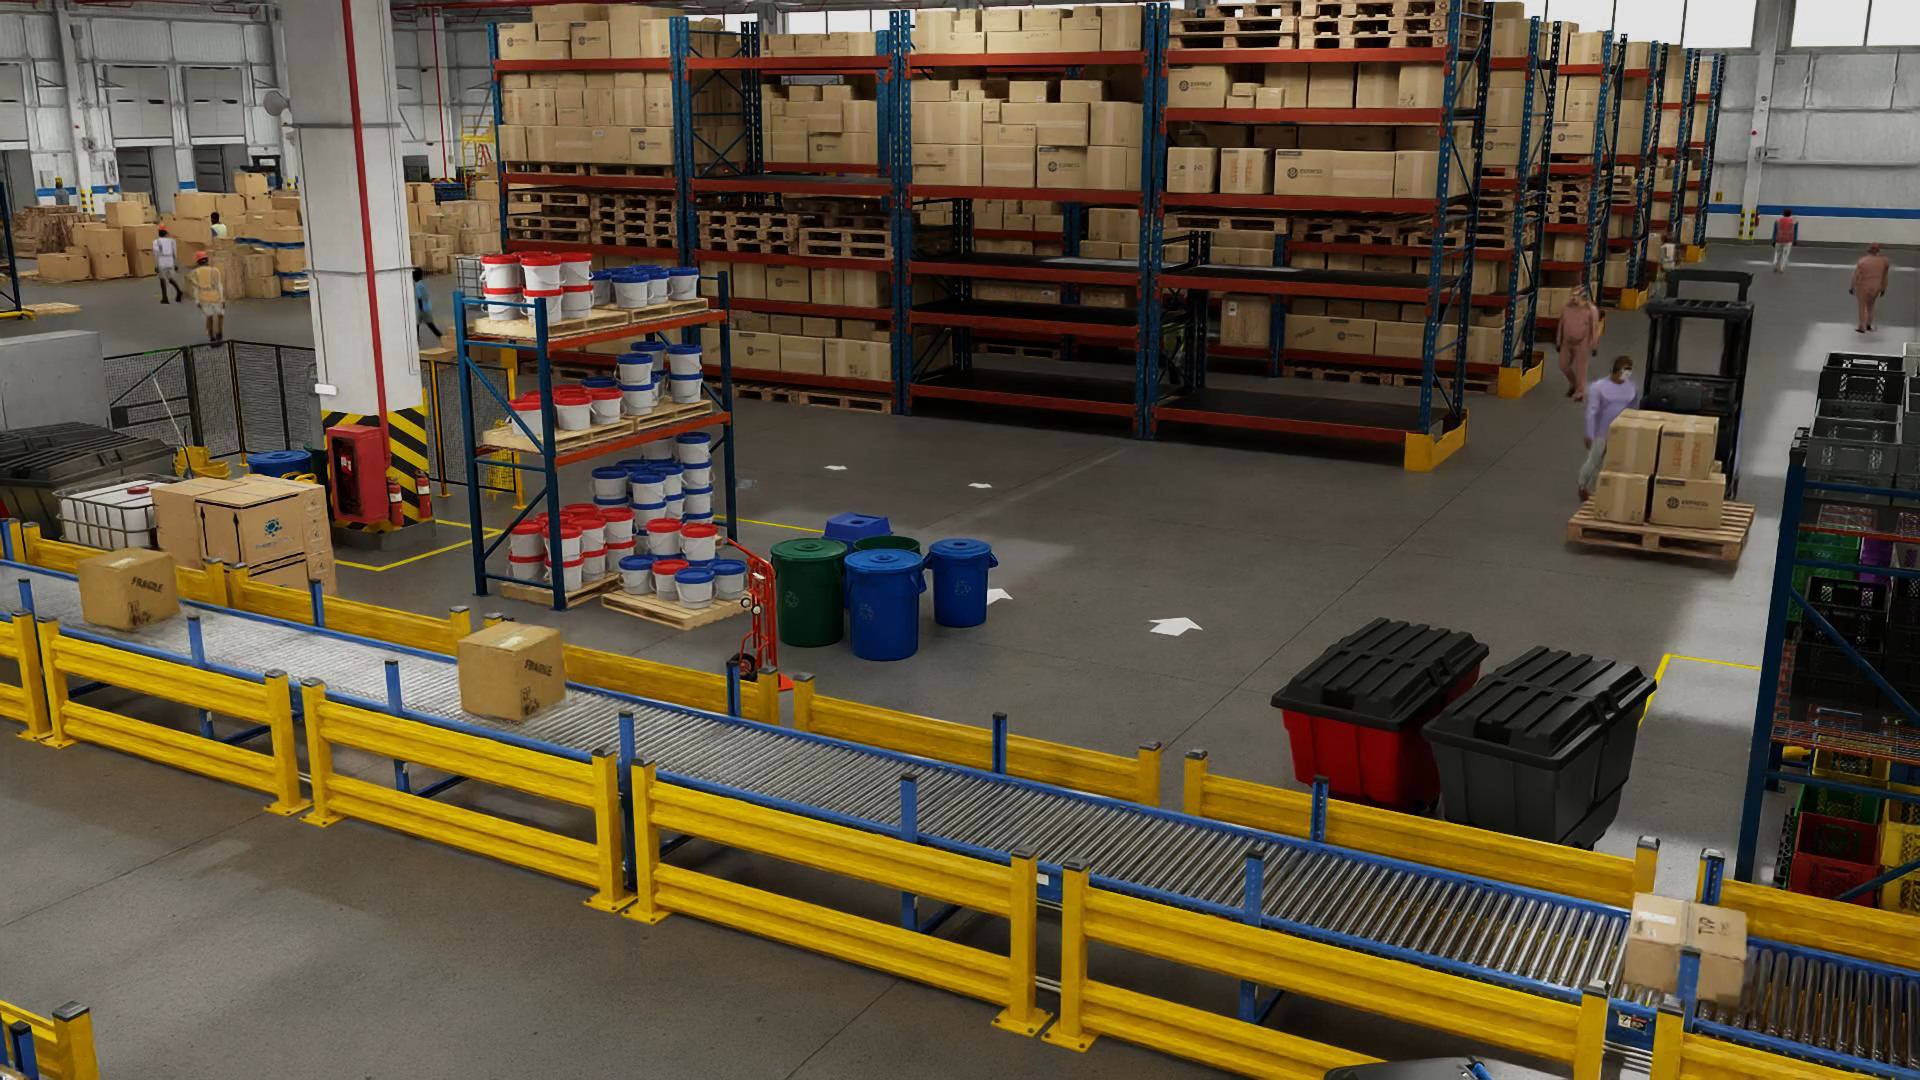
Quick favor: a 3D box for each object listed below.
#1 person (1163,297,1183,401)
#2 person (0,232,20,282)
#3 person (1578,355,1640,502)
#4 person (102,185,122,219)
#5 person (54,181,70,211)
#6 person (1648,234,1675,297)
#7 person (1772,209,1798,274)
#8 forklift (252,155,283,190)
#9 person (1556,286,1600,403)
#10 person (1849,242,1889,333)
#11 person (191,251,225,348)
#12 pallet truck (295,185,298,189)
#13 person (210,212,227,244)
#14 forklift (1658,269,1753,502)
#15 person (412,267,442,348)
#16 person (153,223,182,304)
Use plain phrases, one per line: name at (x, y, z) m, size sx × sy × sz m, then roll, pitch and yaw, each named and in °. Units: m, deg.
person at (3.455, -3.111, 27.063) m, size 0.317 × 1.695 × 0.540 m, roll -3°, pitch 15°, yaw -10°
person at (-24.837, -7.405, 42.975) m, size 0.801 × 1.821 × 0.522 m, roll -3°, pitch 15°, yaw -10°
person at (7.685, -1.277, 19.775) m, size 0.646 × 1.908 × 0.905 m, roll -1°, pitch 15°, yaw -3°
person at (-29.104, -11.242, 57.195) m, size 0.661 × 1.920 × 0.581 m, roll -9°, pitch 17°, yaw -29°
person at (-31.888, -11.758, 59.115) m, size 0.374 × 1.936 × 0.627 m, roll 3°, pitch 15°, yaw 11°
person at (17.295, -6.689, 40.732) m, size 0.540 × 1.578 × 0.867 m, roll -6°, pitch 16°, yaw -22°
person at (23.224, -8.416, 46.816) m, size 0.631 × 1.794 × 0.954 m, roll 9°, pitch 17°, yaw 31°
forklift at (-24.902, -12.492, 60.060) m, size 1.873 × 2.768 × 1.129 m, roll 13°, pitch 20°, yaw 40°
person at (9.988, -3.170, 26.917) m, size 0.744 × 1.883 × 0.429 m, roll 13°, pitch 20°, yaw 41°
person at (19.083, -5.311, 34.984) m, size 0.649 × 1.886 × 0.593 m, roll 1°, pitch 15°, yaw 3°
person at (-14.797, -4.743, 32.820) m, size 0.587 × 1.896 × 0.465 m, roll -2°, pitch 15°, yaw -6°
pallet truck at (-26.804, -14.617, 69.738) m, size 1.885 × 1.965 × 0.823 m, roll -14°, pitch 20°, yaw -42°
person at (-19.427, -7.649, 43.727) m, size 0.405 × 1.907 × 0.590 m, roll 2°, pitch 15°, yaw 8°
forklift at (8.863, -1.839, 20.014) m, size 1.129 × 2.768 × 1.873 m, roll 8°, pitch 17°, yaw 28°
person at (-10.423, -4.467, 32.247) m, size 0.890 × 1.650 × 0.546 m, roll -1°, pitch 15°, yaw -2°
person at (-18.928, -6.589, 39.733) m, size 0.625 × 1.909 × 0.555 m, roll 10°, pitch 18°, yaw 33°
